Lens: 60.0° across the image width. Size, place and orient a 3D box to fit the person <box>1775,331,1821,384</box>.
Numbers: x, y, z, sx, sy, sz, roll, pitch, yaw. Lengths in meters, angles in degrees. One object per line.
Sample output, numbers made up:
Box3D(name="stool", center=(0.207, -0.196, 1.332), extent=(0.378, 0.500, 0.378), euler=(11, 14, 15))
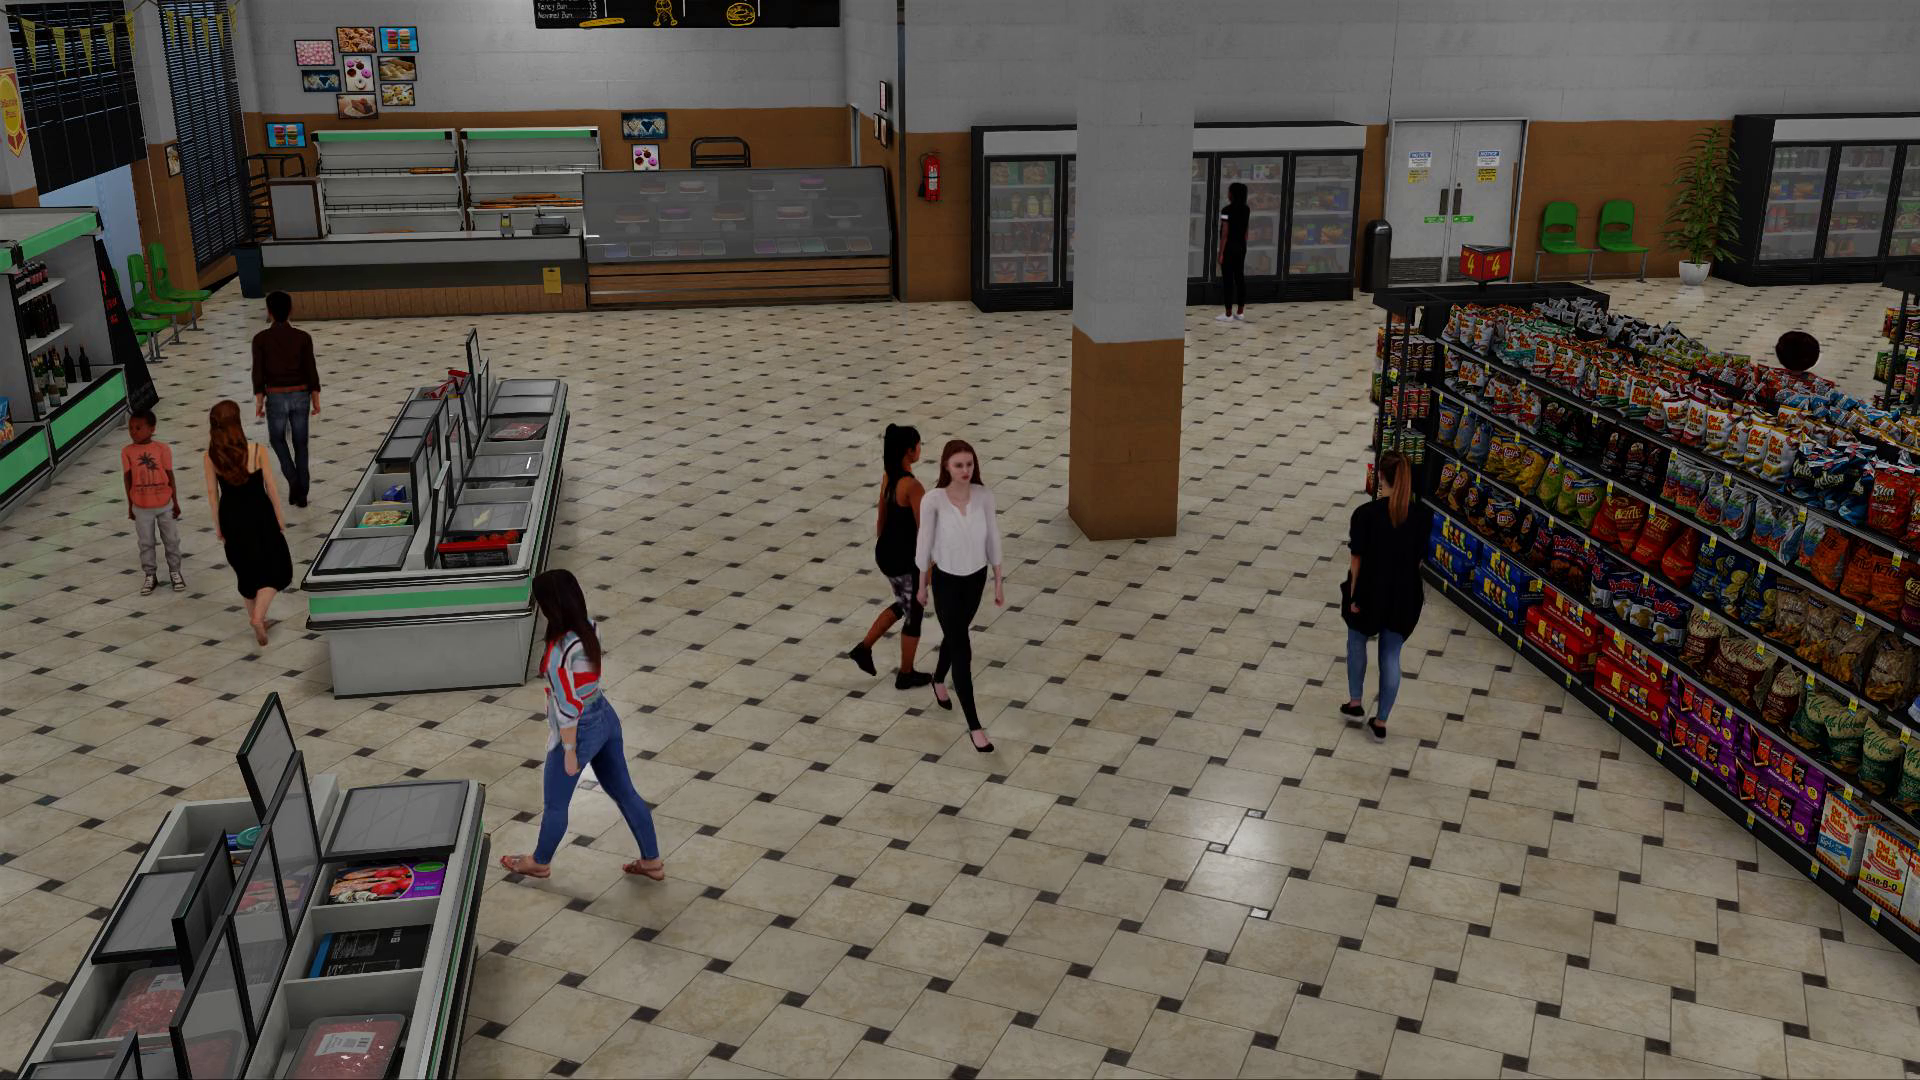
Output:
Box3D(name="person", center=(6.049, -0.685, 12.244), extent=(0.604, 1.710, 0.516), euler=(-1, 19, -4))

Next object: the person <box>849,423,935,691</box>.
Box3D(name="person", center=(-0.422, 0.123, 9.933), extent=(0.804, 1.655, 0.783), euler=(-10, 21, -27))

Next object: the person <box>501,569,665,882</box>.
Box3D(name="person", center=(-1.668, 0.914, 7.716), extent=(0.975, 1.573, 1.061), euler=(5, 19, 14))

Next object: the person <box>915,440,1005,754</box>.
Box3D(name="person", center=(-0.036, 0.282, 9.396), extent=(0.820, 1.697, 1.242), euler=(-8, 20, -23))

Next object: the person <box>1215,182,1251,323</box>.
Box3D(name="person", center=(3.439, -3.626, 20.935), extent=(0.693, 1.729, 0.686), euler=(-13, 22, -33))

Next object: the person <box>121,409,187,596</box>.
Box3D(name="person", center=(-5.669, -0.283, 11.679), extent=(0.508, 1.309, 0.509), euler=(-6, 20, -18))

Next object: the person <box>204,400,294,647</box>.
Box3D(name="person", center=(-4.555, -0.075, 10.588), extent=(0.575, 1.611, 0.803), euler=(-3, 19, -9))

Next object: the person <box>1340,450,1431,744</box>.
Box3D(name="person", center=(2.388, 0.346, 9.246), extent=(0.702, 1.670, 0.747), euler=(1, 19, 3))

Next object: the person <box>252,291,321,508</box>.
Box3D(name="person", center=(-5.390, -1.094, 13.358), extent=(0.784, 1.773, 0.863), euler=(-9, 21, -25))
